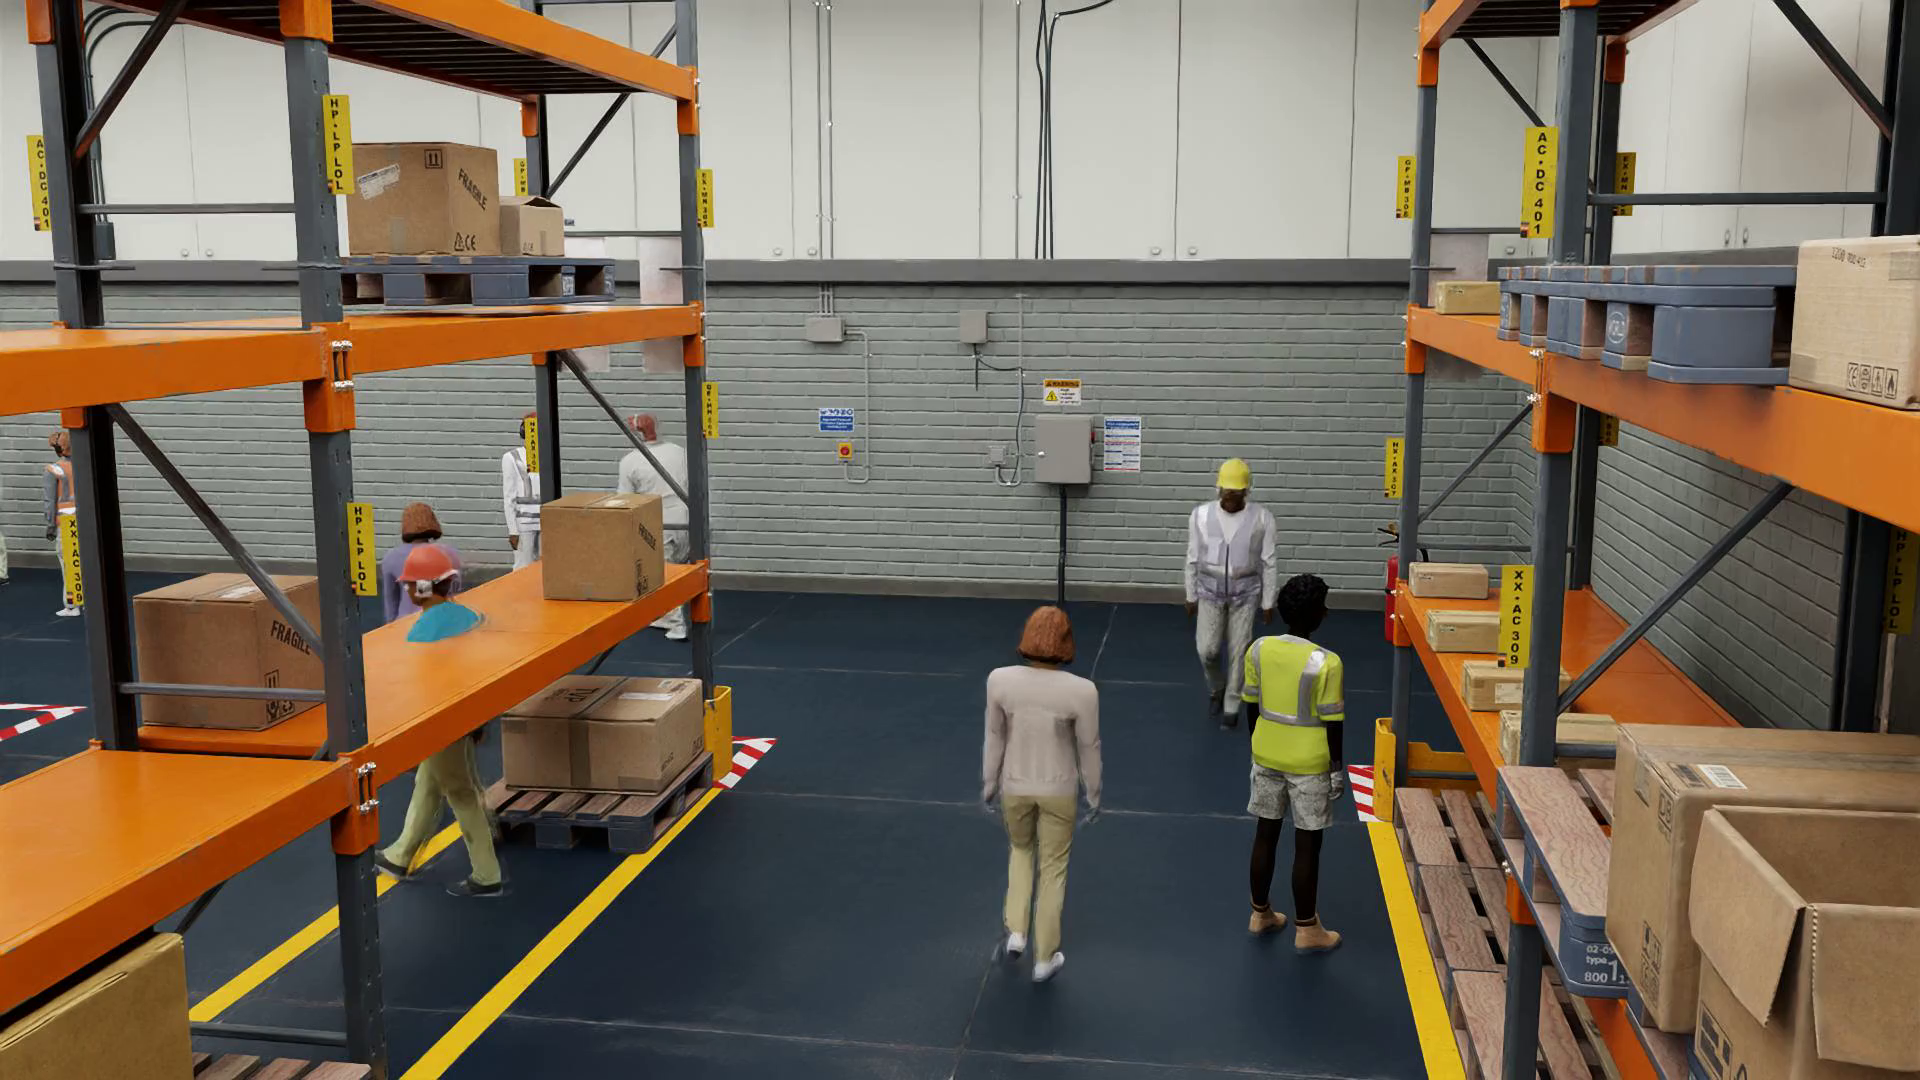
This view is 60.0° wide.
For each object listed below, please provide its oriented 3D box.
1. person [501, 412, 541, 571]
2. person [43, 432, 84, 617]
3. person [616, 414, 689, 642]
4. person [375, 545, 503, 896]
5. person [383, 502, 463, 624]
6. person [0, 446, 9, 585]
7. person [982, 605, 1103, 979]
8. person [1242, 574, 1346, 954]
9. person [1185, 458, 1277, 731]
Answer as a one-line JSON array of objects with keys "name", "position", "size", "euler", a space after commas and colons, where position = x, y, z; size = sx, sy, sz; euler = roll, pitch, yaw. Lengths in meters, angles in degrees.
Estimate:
[{"name": "person", "position": [-3.489, -0.108, 13.644], "size": [0.356, 1.885, 0.573], "euler": [6, 11, 32]}, {"name": "person", "position": [-7.796, -0.139, 14.623], "size": [0.317, 1.629, 0.508], "euler": [3, 10, 19]}, {"name": "person", "position": [-2.507, -0.102, 13.660], "size": [0.673, 1.867, 0.717], "euler": [-8, 12, -42]}, {"name": "person", "position": [-2.610, 0.881, 8.039], "size": [0.840, 1.711, 0.591], "euler": [1, 9, 6]}, {"name": "person", "position": [-3.301, 0.570, 10.291], "size": [0.511, 1.607, 0.384], "euler": [0, 9, 1]}, {"name": "person", "position": [-9.445, -0.415, 15.981], "size": [0.575, 1.739, 0.348], "euler": [4, 10, 22]}, {"name": "person", "position": [0.359, 1.075, 7.154], "size": [0.528, 1.618, 0.350], "euler": [3, 10, 20]}, {"name": "person", "position": [1.501, 0.990, 7.445], "size": [0.317, 1.695, 0.540], "euler": [-8, 12, -39]}, {"name": "person", "position": [1.782, 0.360, 10.955], "size": [0.611, 1.815, 0.415], "euler": [2, 10, 14]}]
